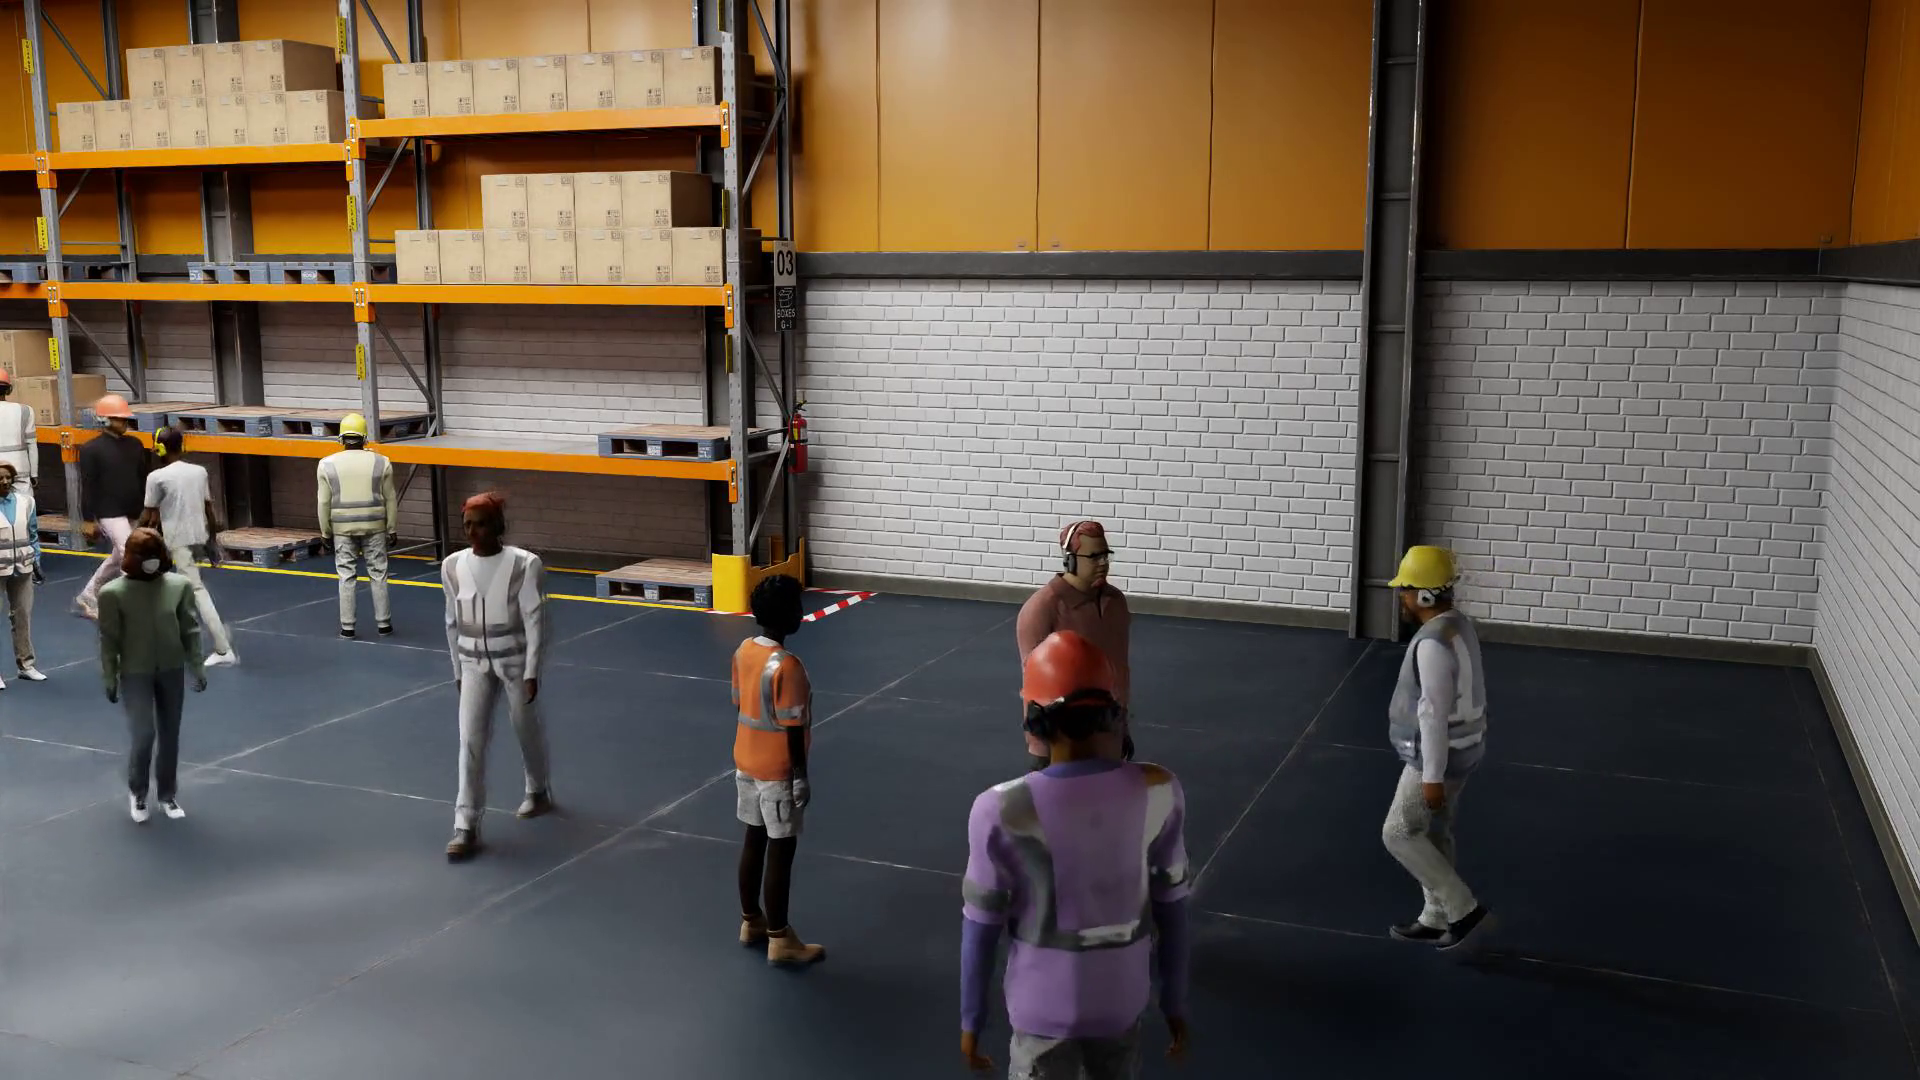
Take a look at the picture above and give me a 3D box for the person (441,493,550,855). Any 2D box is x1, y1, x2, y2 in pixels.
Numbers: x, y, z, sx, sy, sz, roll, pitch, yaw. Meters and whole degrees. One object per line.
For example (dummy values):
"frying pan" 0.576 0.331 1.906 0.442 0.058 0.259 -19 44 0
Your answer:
"person" -2.444 0.664 8.753 0.577 1.837 0.989 1 9 4

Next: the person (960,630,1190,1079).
"person" 0.305 1.251 4.590 0.644 2.028 0.421 -3 10 -18

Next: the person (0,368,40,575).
"person" -9.231 -0.649 16.066 0.392 2.044 0.609 8 12 40

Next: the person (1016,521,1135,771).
"person" 0.547 0.859 7.342 0.639 1.908 0.409 -9 13 -44

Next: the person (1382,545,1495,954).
"person" 2.056 0.925 7.235 0.465 1.811 0.608 5 11 27

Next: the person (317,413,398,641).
"person" -4.843 -0.103 13.397 0.603 1.830 0.404 -4 10 -21

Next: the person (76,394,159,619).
"person" -7.093 -0.253 13.943 0.988 1.960 0.617 3 10 16

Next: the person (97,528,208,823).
"person" -4.348 0.733 8.988 0.354 1.620 0.502 8 13 41

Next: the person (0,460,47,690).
"person" -6.827 0.238 11.912 0.314 1.639 0.517 6 11 31

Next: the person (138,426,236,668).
"person" -5.904 0.053 12.510 1.000 1.805 0.549 4 10 21

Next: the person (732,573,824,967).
"person" -0.802 0.983 7.219 0.318 1.697 0.540 -6 11 -32
